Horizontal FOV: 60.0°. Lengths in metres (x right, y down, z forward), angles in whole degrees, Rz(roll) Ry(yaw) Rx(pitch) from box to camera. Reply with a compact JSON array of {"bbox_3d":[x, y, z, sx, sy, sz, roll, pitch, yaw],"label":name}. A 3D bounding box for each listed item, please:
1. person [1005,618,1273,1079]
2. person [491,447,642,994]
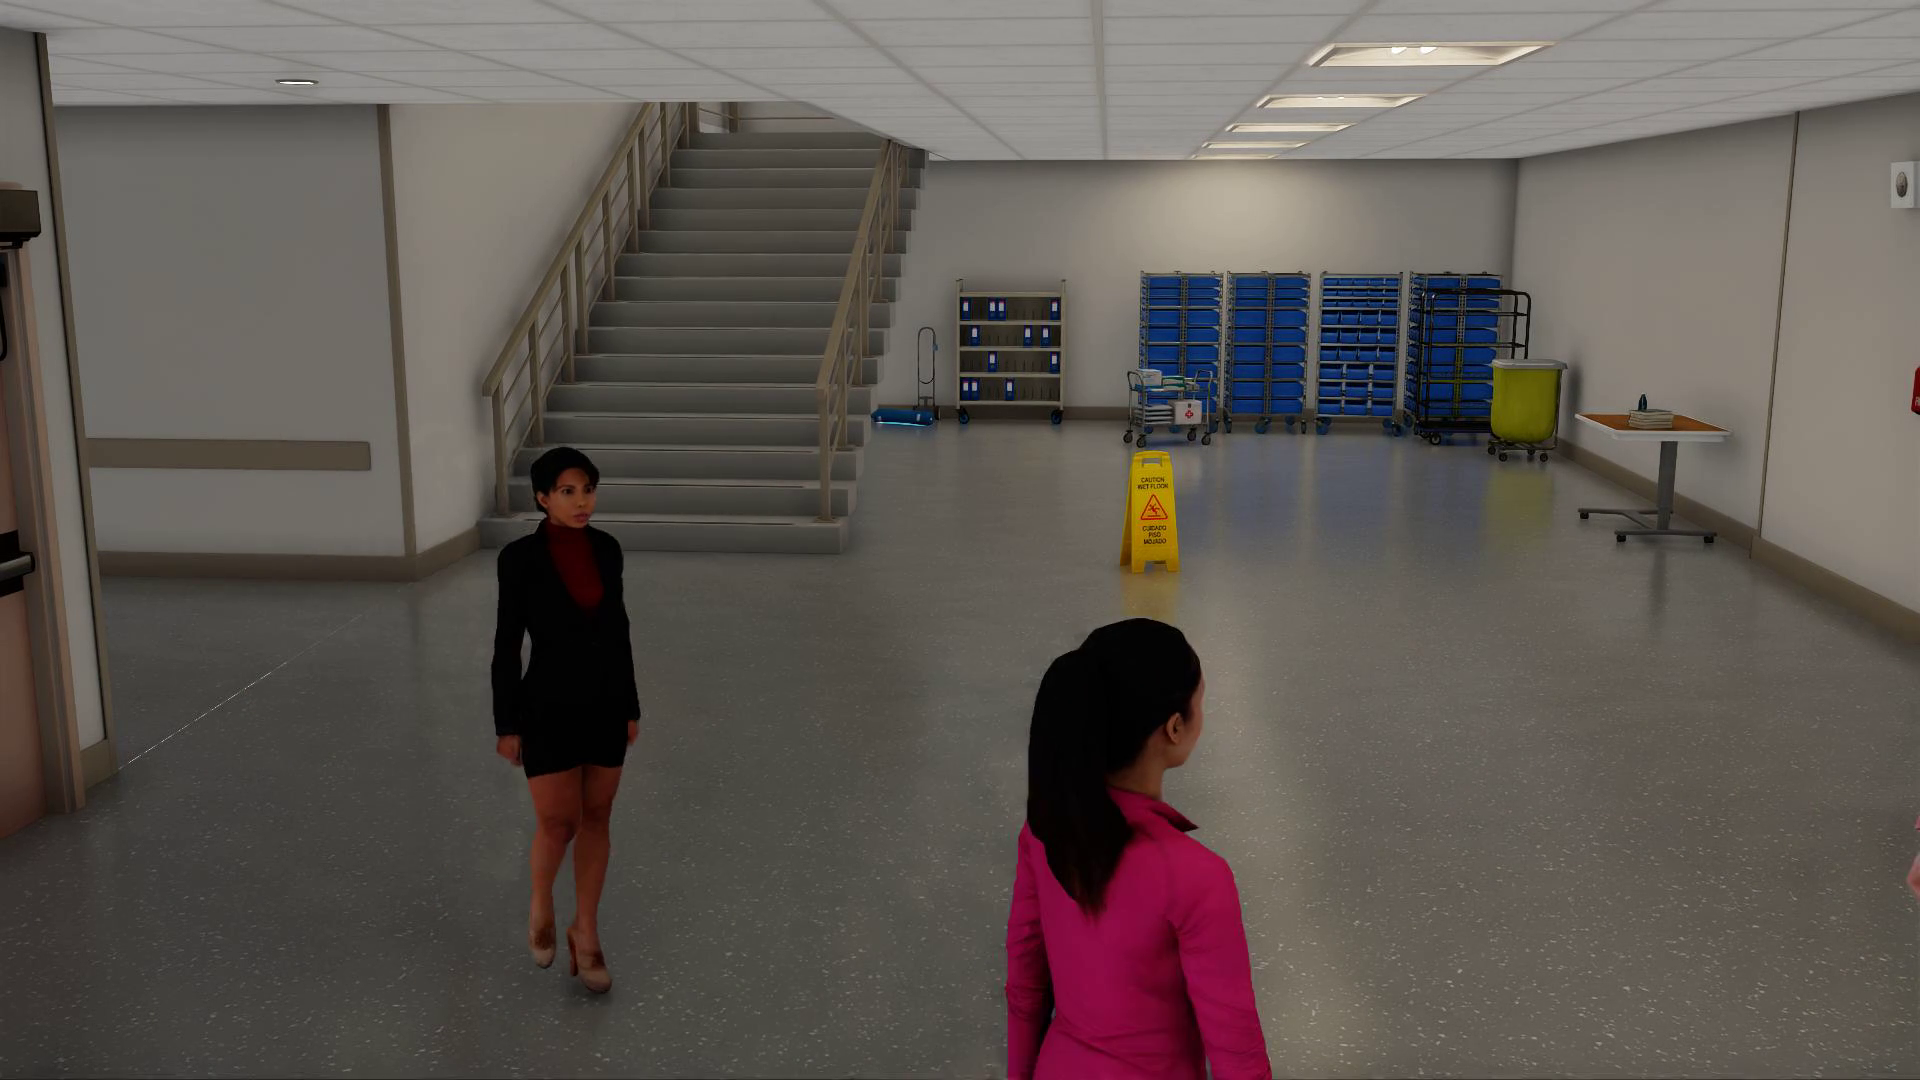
[{"bbox_3d":[0.163,0.975,2.509,1.090,1.664,1.065,-8,13,-36],"label":"person"},{"bbox_3d":[-1.187,0.535,4.914,0.713,1.632,0.774,-9,14,-39],"label":"person"}]
